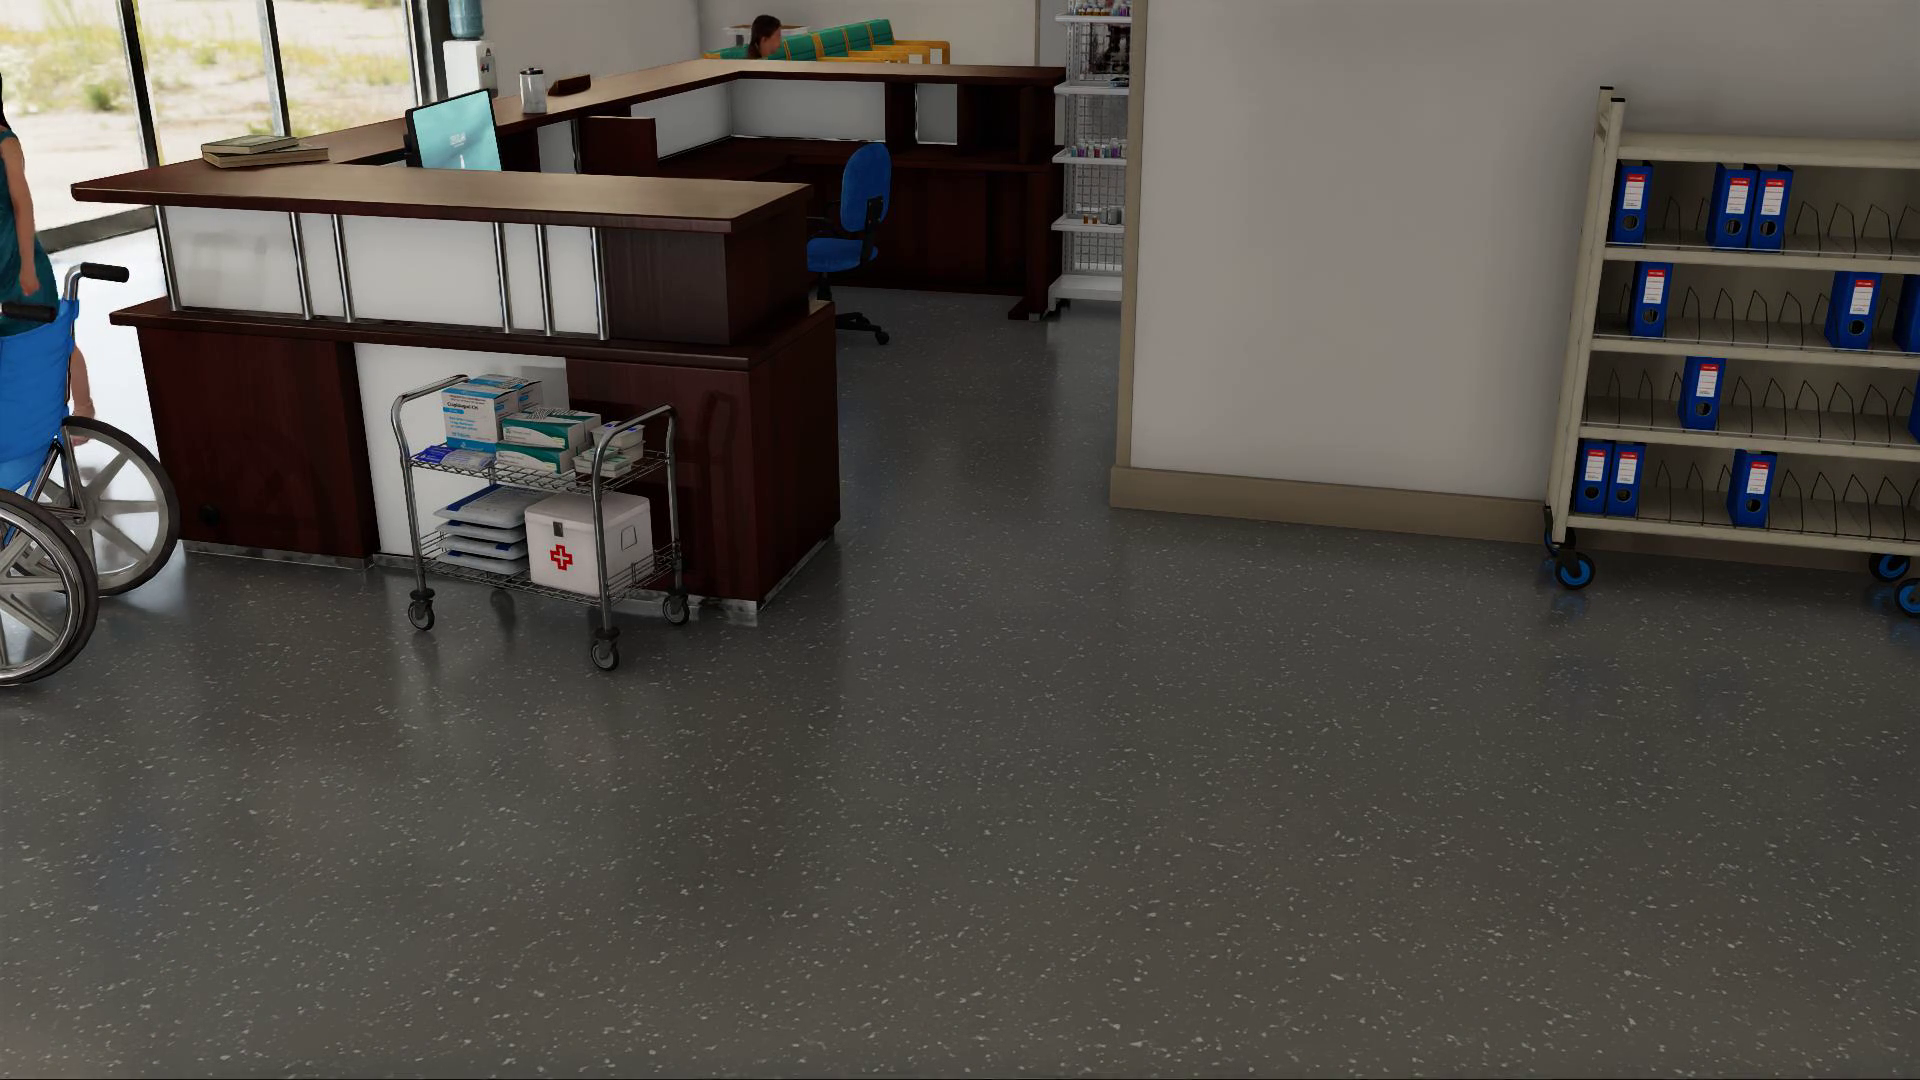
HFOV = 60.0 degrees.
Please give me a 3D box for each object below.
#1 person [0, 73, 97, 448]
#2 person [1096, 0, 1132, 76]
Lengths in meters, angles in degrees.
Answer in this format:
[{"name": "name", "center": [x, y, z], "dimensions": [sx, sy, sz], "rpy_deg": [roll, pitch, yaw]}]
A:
[{"name": "person", "center": [-3.782, -1.078, 6.701], "dimensions": [1.046, 1.630, 0.772], "rpy_deg": [1, 21, 3]}, {"name": "person", "center": [2.039, -6.608, 21.090], "dimensions": [1.100, 1.781, 0.987], "rpy_deg": [14, 25, 33]}]
